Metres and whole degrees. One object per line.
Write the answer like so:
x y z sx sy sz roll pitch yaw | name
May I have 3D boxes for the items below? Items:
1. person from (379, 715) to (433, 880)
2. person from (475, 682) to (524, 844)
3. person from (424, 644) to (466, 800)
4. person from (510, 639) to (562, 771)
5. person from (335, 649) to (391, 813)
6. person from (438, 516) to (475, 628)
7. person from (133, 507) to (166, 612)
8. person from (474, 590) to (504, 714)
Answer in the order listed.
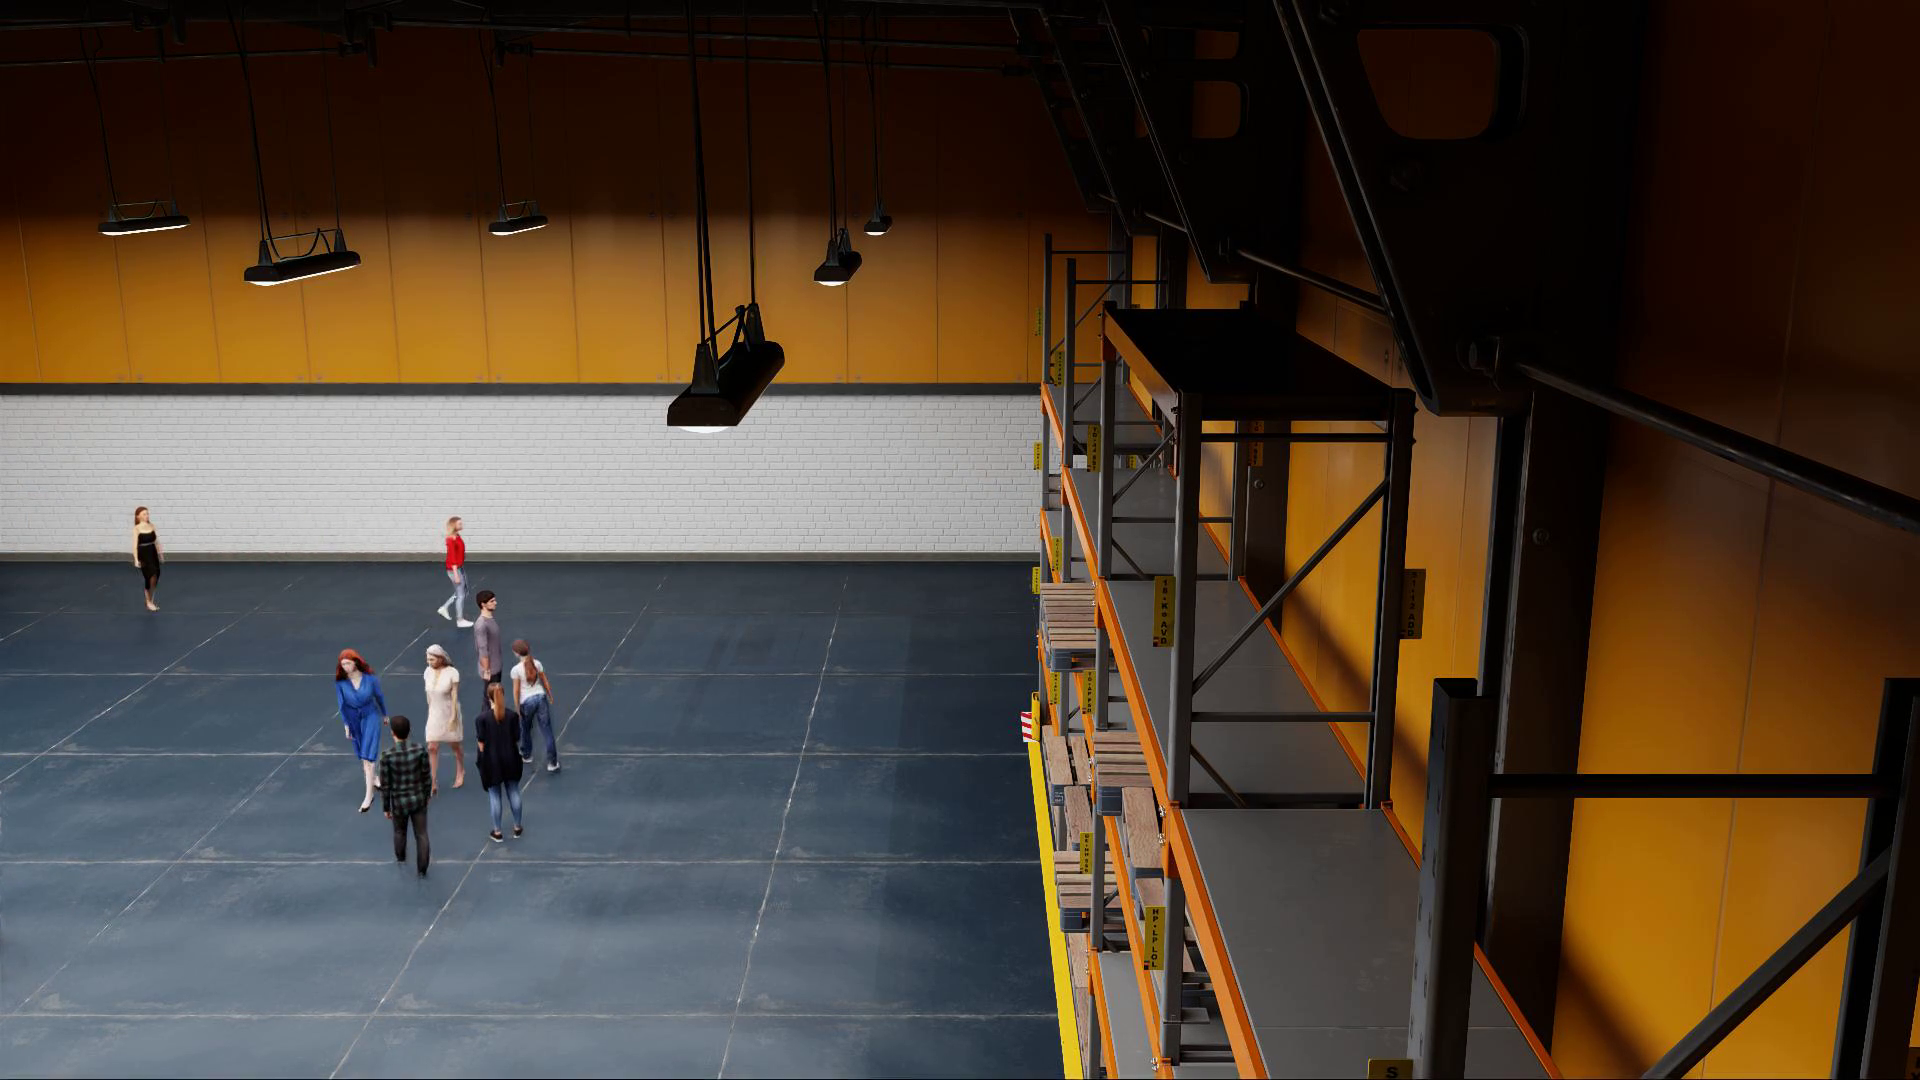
-5.407 2.574 16.331 0.944 1.678 1.158 -6 15 -23 | person
-4.708 2.267 17.043 0.714 1.683 0.705 -6 15 -24 | person
-5.607 1.950 18.307 0.745 1.705 1.038 2 14 8 | person
-4.832 1.889 18.936 0.982 1.528 1.105 -8 16 -28 | person
-6.396 2.002 17.949 0.662 1.774 0.992 -3 14 -12 | person
-7.465 0.476 24.429 0.714 1.690 0.707 -1 14 -5 | person
-12.459 0.279 25.394 0.758 1.618 0.677 7 15 26 | person
-5.624 1.495 19.876 0.762 1.851 0.501 -2 14 -7 | person
